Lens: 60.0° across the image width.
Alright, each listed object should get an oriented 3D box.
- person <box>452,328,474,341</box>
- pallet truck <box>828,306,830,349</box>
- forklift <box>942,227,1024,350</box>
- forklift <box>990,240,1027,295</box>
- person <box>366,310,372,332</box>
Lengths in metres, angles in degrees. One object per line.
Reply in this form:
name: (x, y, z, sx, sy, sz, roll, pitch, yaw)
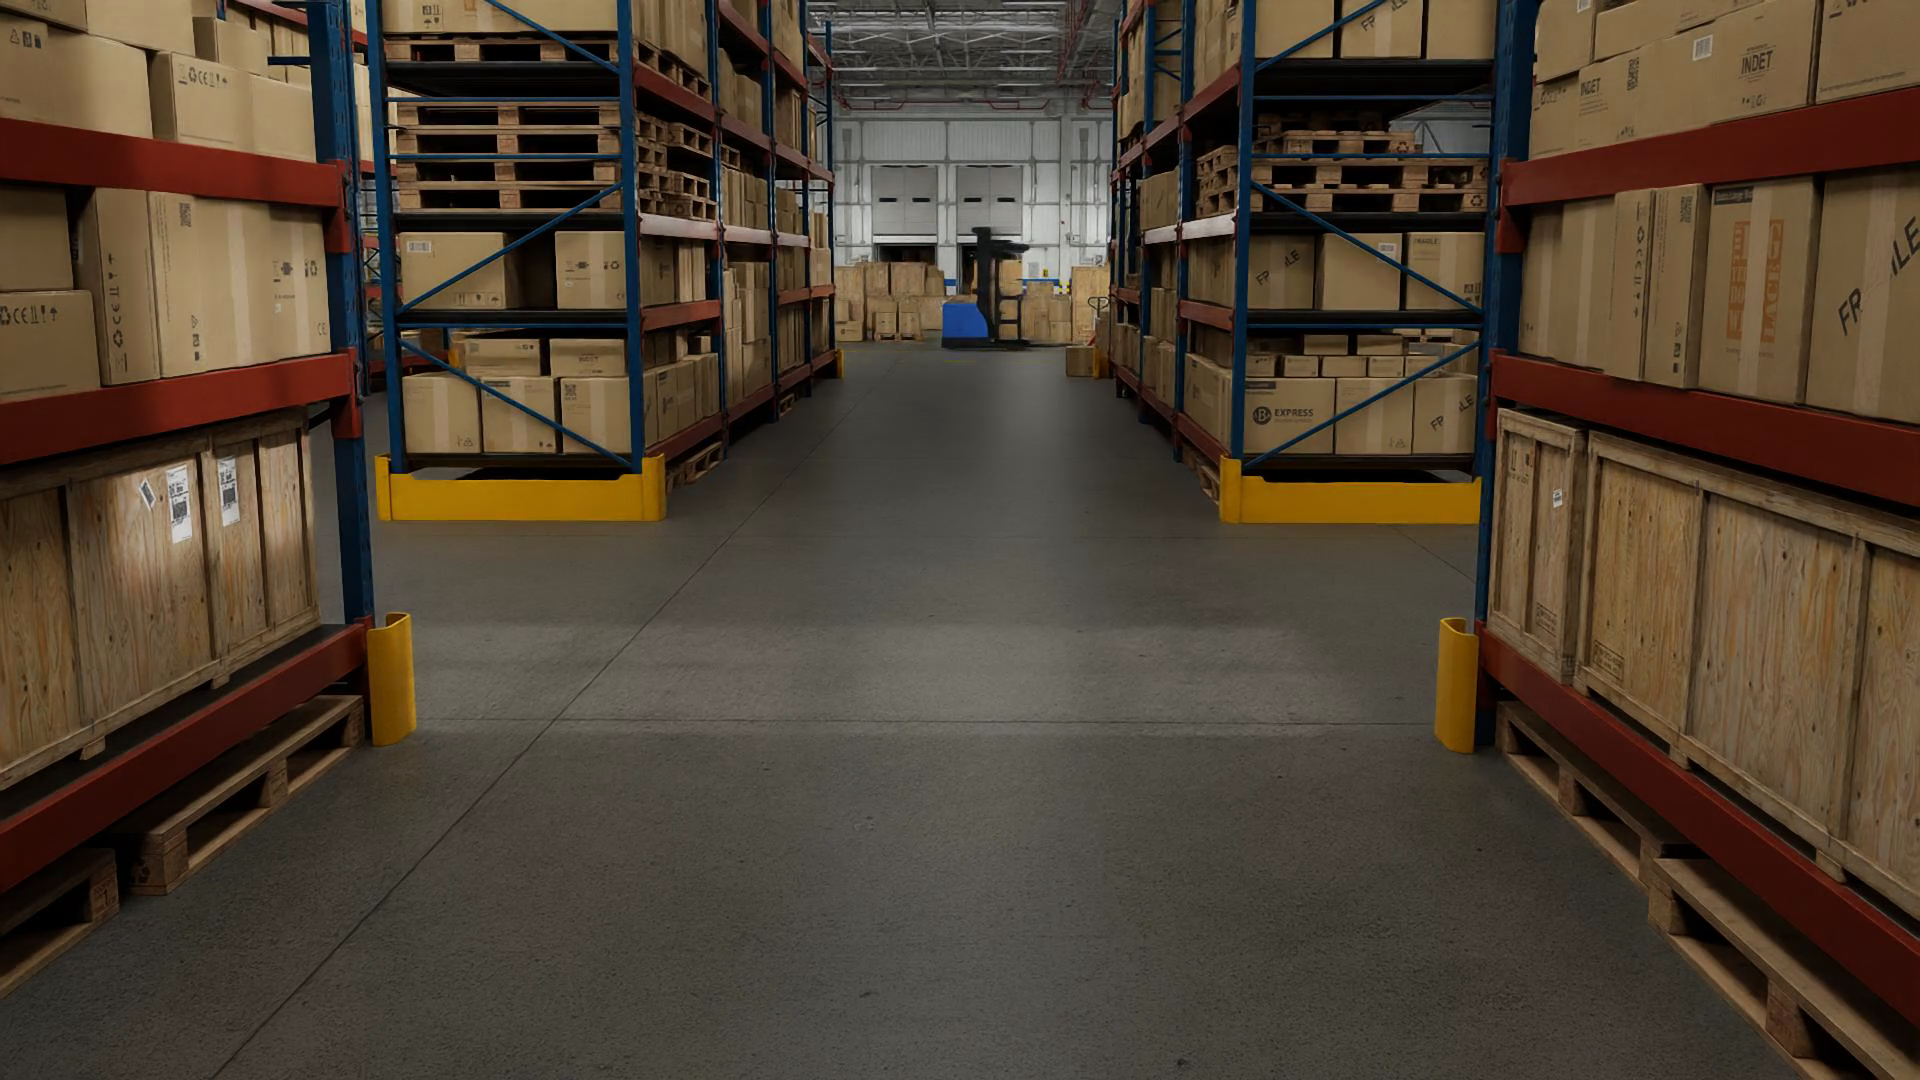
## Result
person: (-9.523, -4.206, 31.516, 0.978, 1.947, 0.611, 1, 9, 4)
pallet truck: (-3.100, -3.940, 29.800, 1.885, 1.965, 0.823, 3, 10, 19)
forklift: (0.523, -5.795, 38.271, 1.873, 2.768, 1.129, 0, 9, 1)
forklift: (1.451, -9.341, 59.516, 1.129, 2.768, 1.873, 9, 13, 44)
person: (-14.083, -5.308, 39.131, 0.512, 1.610, 0.722, 4, 10, 25)
